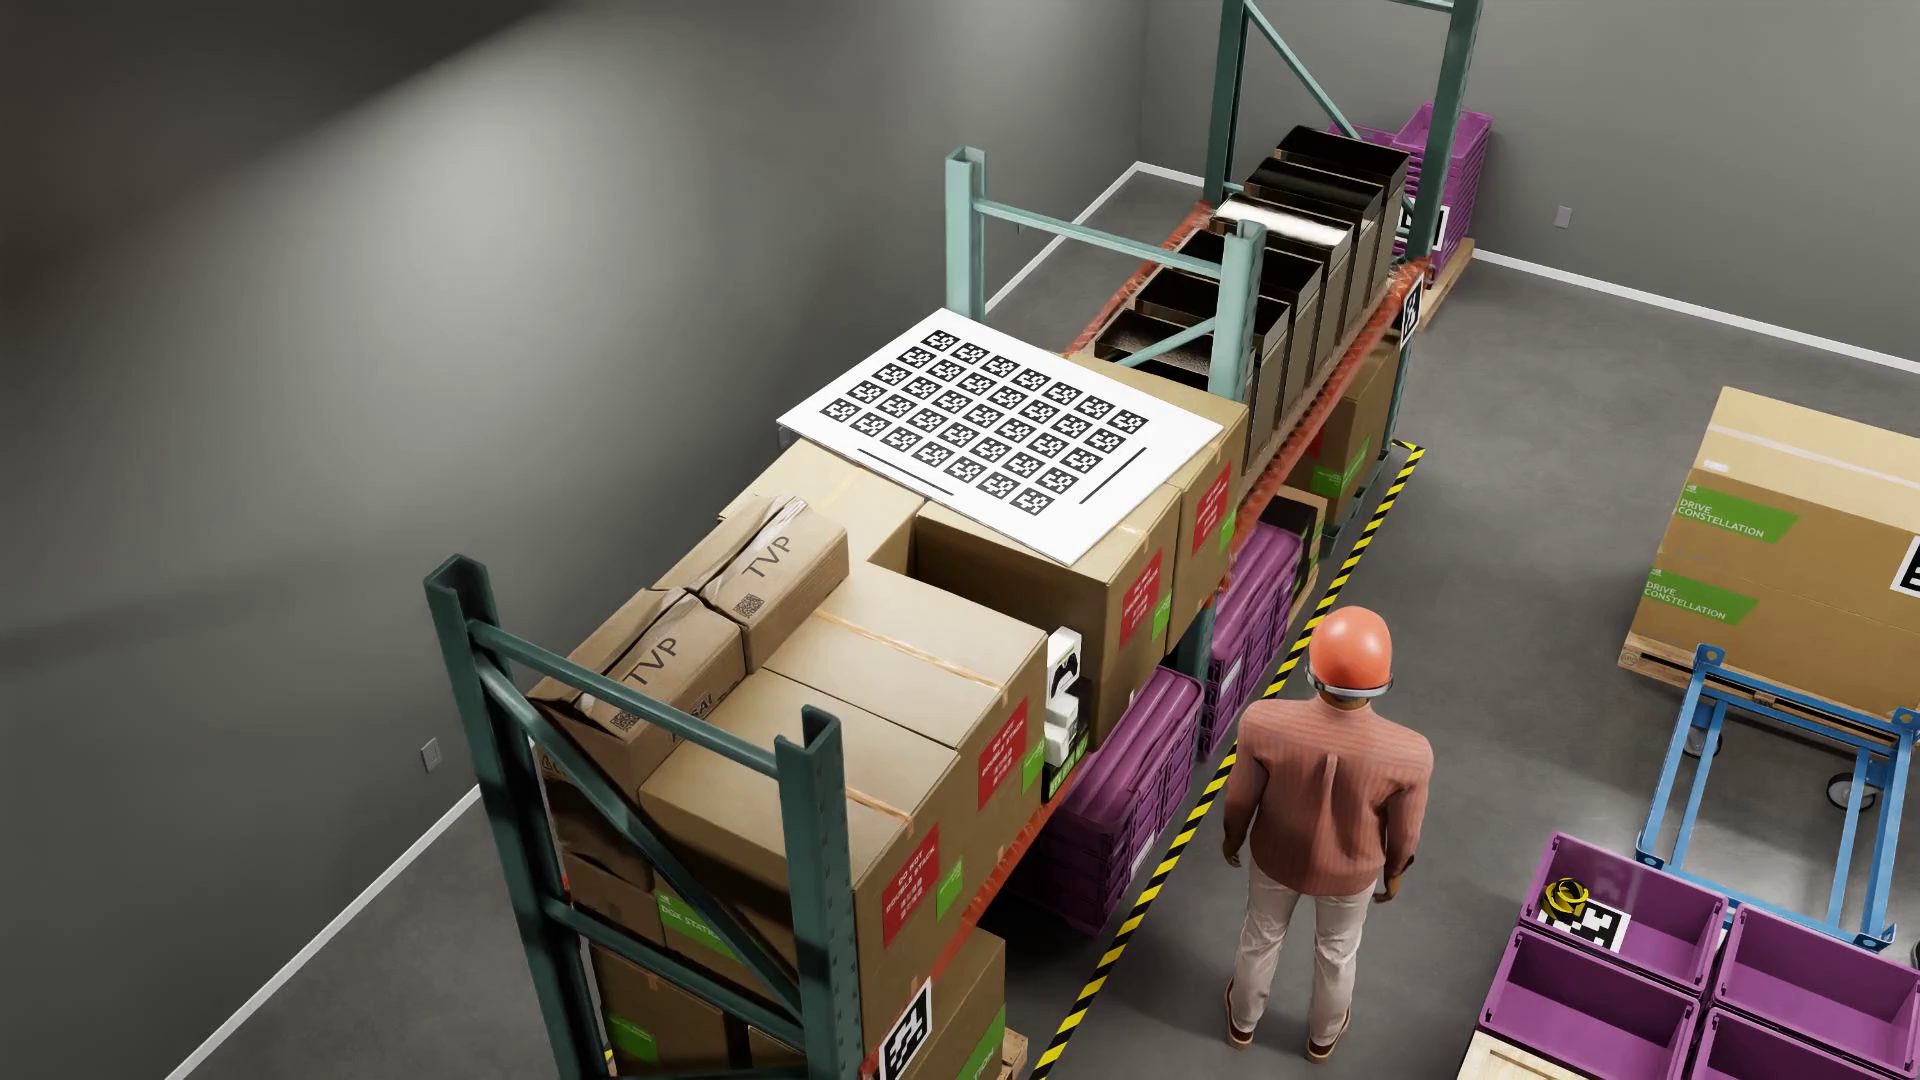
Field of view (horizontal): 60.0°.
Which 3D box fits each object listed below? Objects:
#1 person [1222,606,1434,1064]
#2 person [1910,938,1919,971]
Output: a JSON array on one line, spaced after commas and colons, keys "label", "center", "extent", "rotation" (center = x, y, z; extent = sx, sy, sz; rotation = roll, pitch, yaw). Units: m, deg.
[{"label": "person", "center": [1.147, 0.991, 5.370], "extent": [0.610, 1.997, 0.373], "rotation": [11, 41, 12]}, {"label": "person", "center": [3.708, 0.951, 5.547], "extent": [0.590, 1.831, 0.404], "rotation": [22, 45, 24]}]
